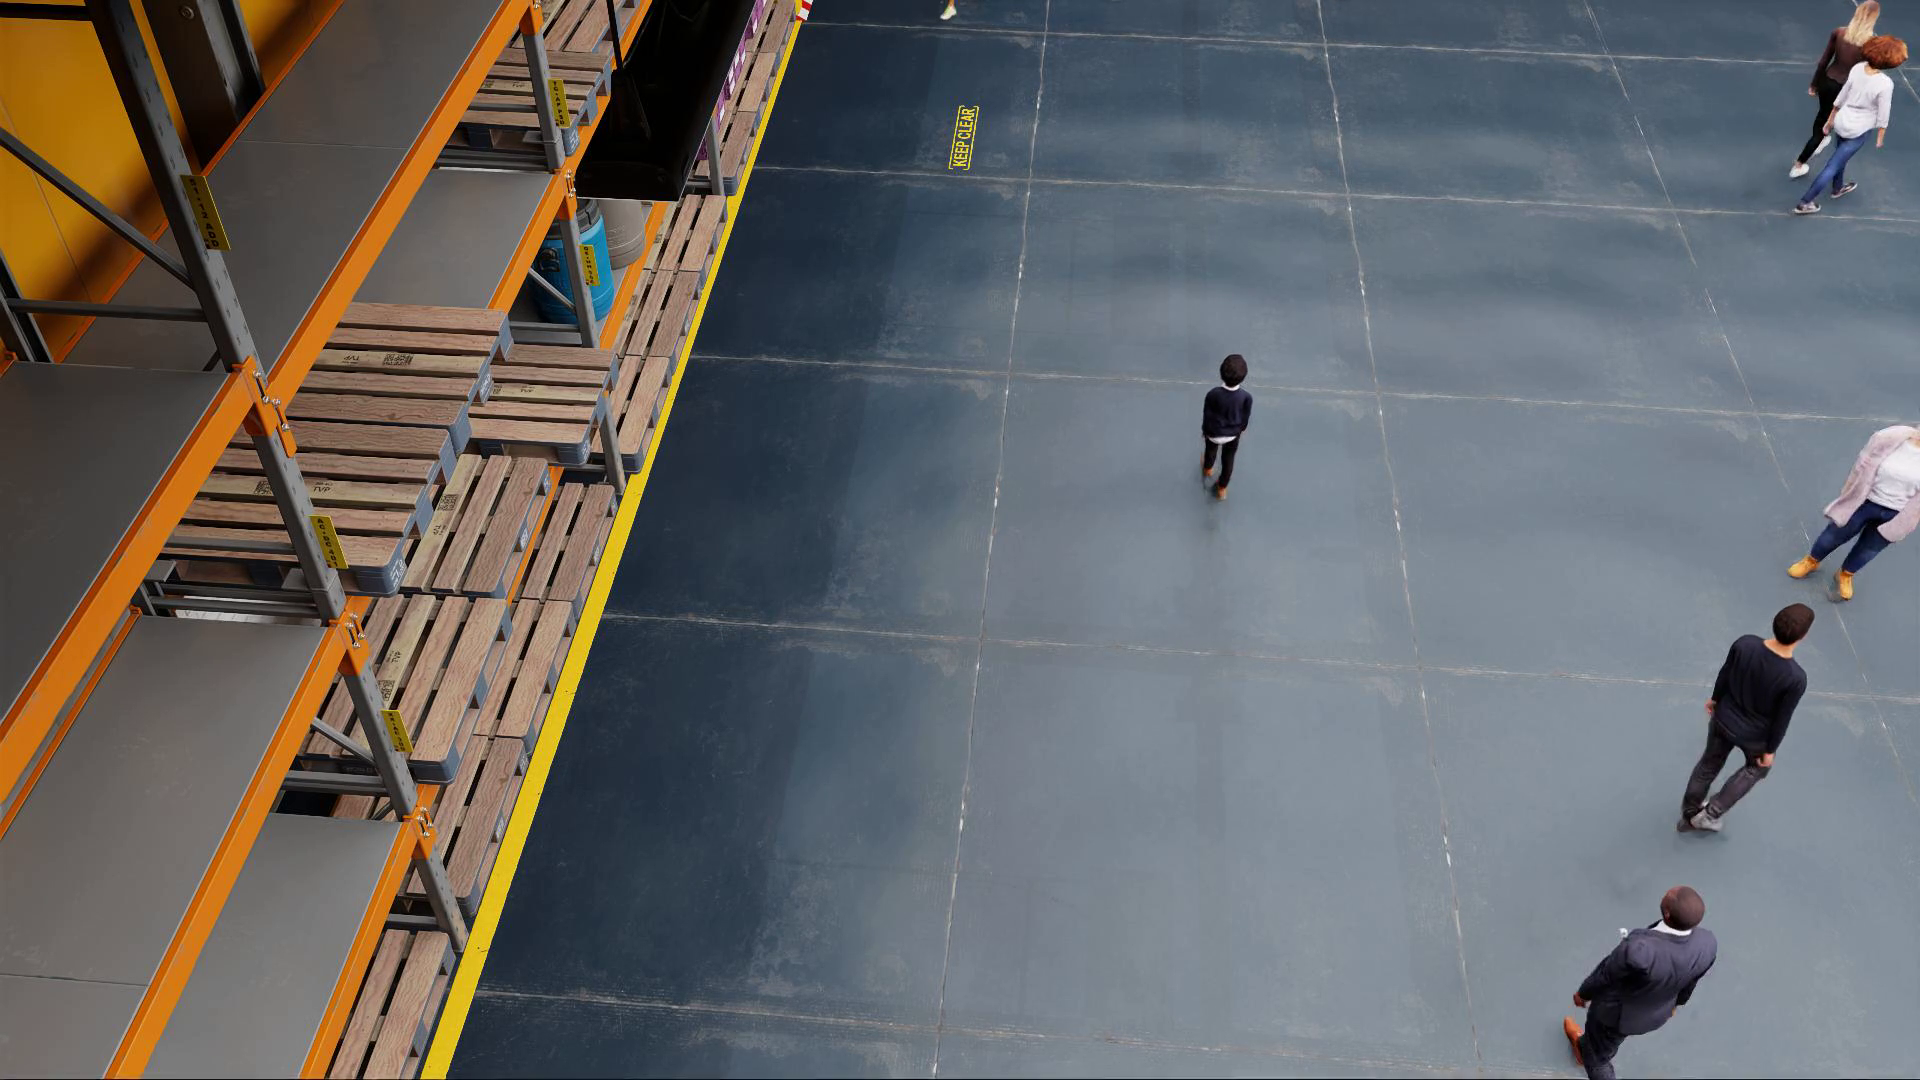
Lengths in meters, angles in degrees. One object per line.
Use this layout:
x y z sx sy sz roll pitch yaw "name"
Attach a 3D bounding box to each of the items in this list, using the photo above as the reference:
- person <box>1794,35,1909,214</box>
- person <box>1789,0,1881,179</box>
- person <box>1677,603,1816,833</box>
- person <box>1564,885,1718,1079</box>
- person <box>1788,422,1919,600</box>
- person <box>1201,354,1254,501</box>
7.939 -3.680 14.892 0.965 1.677 1.053 -14 45 -14 "person"
8.046 -4.116 15.357 1.047 1.667 1.018 -26 49 -25 "person"
4.520 1.128 9.717 0.855 1.854 0.786 -26 49 -25 "person"
3.424 2.408 8.416 0.935 1.795 1.194 -10 44 -10 "person"
6.246 -0.290 11.304 0.876 1.719 0.837 33 53 30 "person"
1.947 -0.797 12.204 0.517 1.210 0.684 2 44 2 "person"
